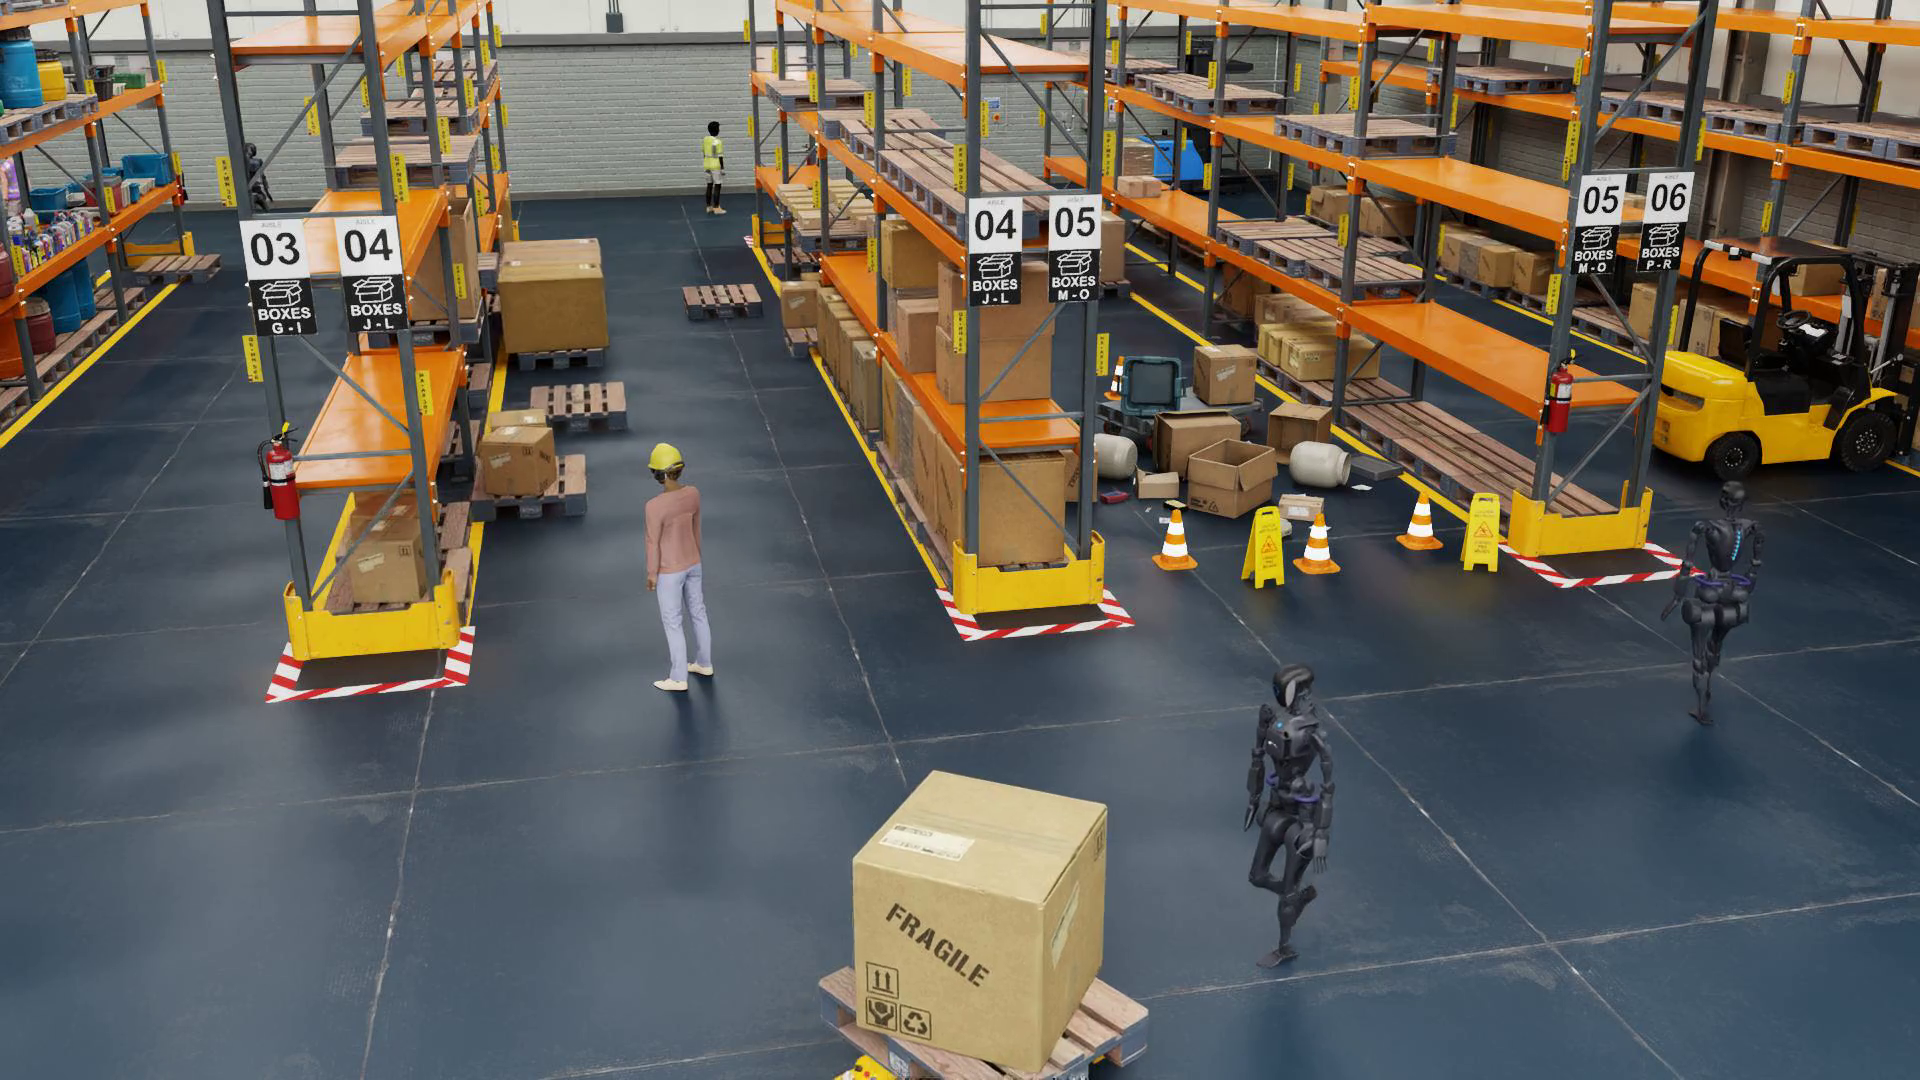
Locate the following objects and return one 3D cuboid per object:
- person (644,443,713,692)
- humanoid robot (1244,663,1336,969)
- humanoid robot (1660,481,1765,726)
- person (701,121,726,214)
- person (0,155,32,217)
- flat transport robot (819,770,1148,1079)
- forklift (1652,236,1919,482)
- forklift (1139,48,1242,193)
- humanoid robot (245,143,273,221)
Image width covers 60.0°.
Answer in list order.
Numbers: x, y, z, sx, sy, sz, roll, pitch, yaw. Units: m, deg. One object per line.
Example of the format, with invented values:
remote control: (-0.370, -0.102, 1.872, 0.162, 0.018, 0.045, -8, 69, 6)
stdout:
person: (-1.992, 0.183, 11.582, 0.344, 1.759, 0.515, 12, 23, 29)
humanoid robot: (1.731, 1.384, 8.460, 0.460, 1.647, 0.613, -12, 24, -30)
humanoid robot: (5.029, 0.381, 11.167, 0.602, 1.645, 0.602, -2, 20, -5)
person: (-4.523, -6.843, 30.592, 0.538, 1.685, 0.326, 17, 26, 38)
person: (-15.367, -5.565, 27.153, 0.346, 1.688, 0.489, 11, 23, 28)
flat transport robot: (0.085, 2.395, 7.755, 1.431, 0.231, 0.659, -17, 26, -39)
forklift: (8.013, -1.814, 16.330, 2.313, 2.155, 1.214, -4, 21, -12)
forklift: (4.566, -8.313, 32.860, 1.873, 2.768, 1.129, -4, 21, -12)
humanoid robot: (-11.776, -5.795, 27.785, 0.368, 1.643, 0.608, 7, 22, 18)
